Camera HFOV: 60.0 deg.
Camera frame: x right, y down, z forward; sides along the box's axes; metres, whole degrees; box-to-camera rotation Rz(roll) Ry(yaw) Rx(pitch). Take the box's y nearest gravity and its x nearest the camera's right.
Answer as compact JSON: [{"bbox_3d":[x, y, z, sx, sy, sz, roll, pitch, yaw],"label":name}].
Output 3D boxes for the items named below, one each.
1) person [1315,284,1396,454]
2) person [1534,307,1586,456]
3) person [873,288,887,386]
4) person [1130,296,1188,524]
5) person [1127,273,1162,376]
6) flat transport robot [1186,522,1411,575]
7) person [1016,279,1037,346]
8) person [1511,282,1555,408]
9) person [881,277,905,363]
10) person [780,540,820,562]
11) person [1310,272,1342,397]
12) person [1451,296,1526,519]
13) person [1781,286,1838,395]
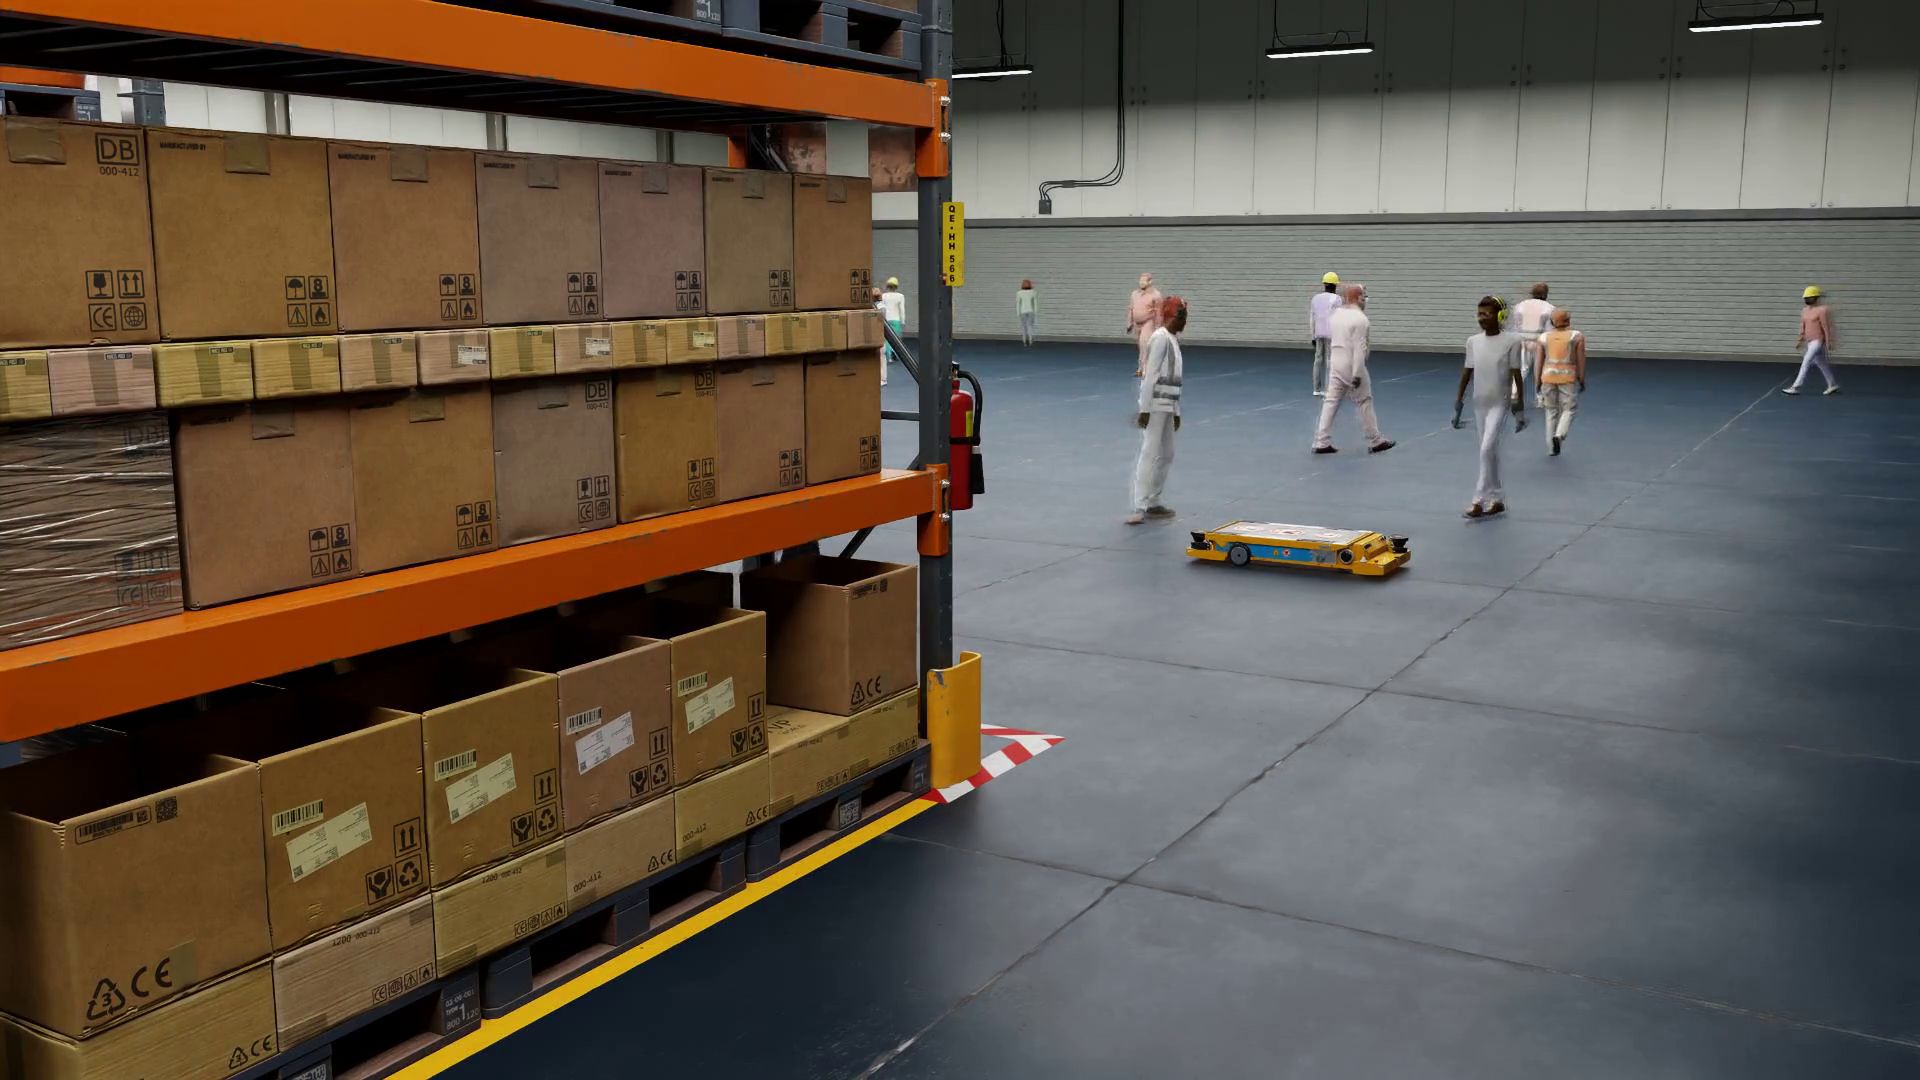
[{"bbox_3d":[4.372,-1.874,18.339,0.982,1.863,0.664,-4,11,-23],"label":"person"},{"bbox_3d":[6.453,-1.696,17.985,0.527,1.618,0.495,7,12,34],"label":"person"},{"bbox_3d":[-1.401,-3.406,27.964,0.311,1.636,0.521,-6,11,-32],"label":"person"},{"bbox_3d":[1.619,-1.058,13.625,0.373,1.854,0.750,4,10,21],"label":"person"},{"bbox_3d":[3.411,-3.941,30.403,0.630,1.879,0.910,9,13,43],"label":"person"},{"bbox_3d":[2.392,0.041,11.772,1.431,0.197,0.652,6,11,30],"label":"flat transport robot"},{"bbox_3d":[1.609,-5.506,40.269,0.517,1.621,0.361,0,10,-3],"label":"person"},{"bbox_3d":[8.133,-2.749,23.632,0.628,1.812,0.890,8,13,41],"label":"person"},{"bbox_3d":[-1.380,-4.467,33.852,0.527,1.756,0.448,2,10,12],"label":"person"},{"bbox_3d":[-0.743,-0.207,8.541,0.982,1.864,0.621,9,13,42],"label":"person"},{"bbox_3d":[5.688,-3.174,25.752,0.383,1.928,0.588,-7,12,-37],"label":"person"},{"bbox_3d":[4.307,-1.080,13.736,0.843,1.834,0.575,-8,12,-38],"label":"person"},{"bbox_3d":[13.426,-3.119,26.104,0.994,1.707,0.538,-1,10,-5],"label":"person"}]
